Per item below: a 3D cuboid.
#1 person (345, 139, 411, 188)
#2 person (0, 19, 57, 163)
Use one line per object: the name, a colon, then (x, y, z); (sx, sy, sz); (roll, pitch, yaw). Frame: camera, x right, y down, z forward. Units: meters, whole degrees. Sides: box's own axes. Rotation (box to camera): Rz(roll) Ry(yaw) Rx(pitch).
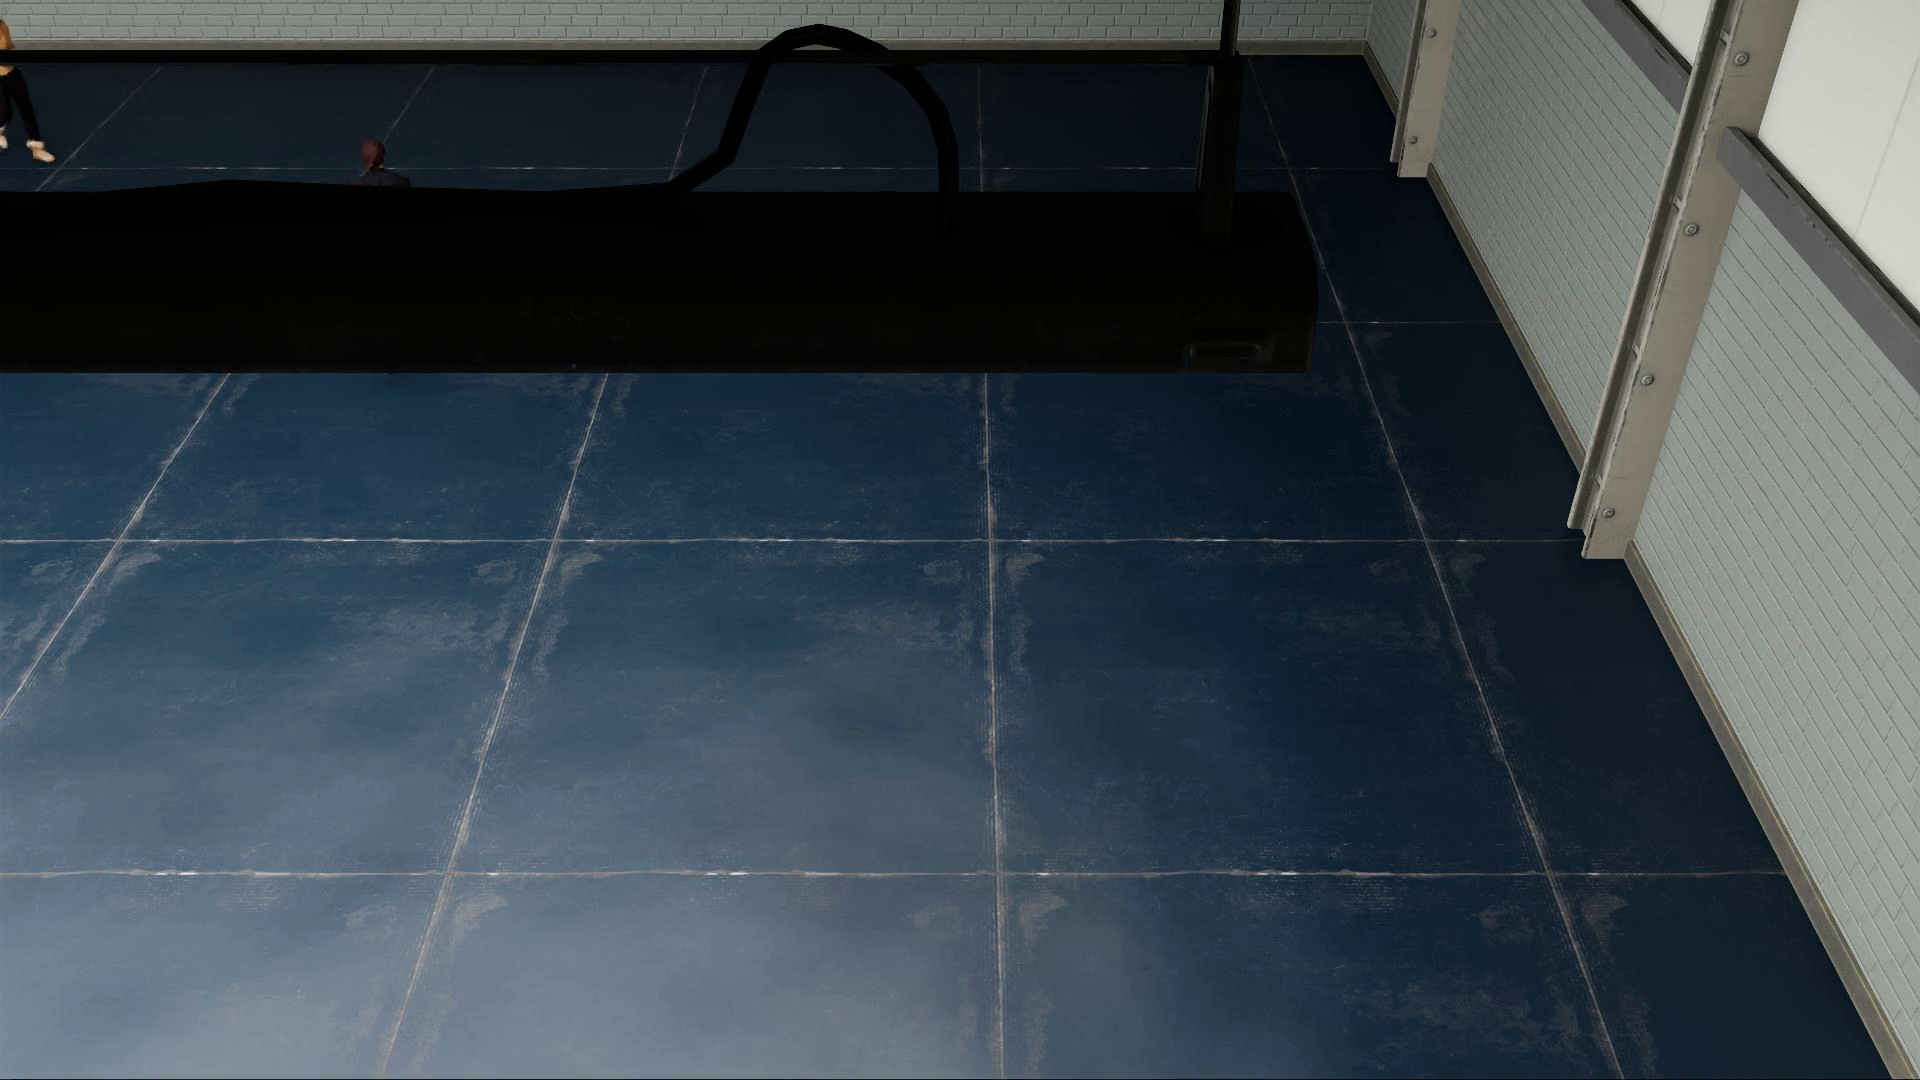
person: (-4.465, -2.270, 13.024); (0.692, 1.702, 0.667); (-6, 38, -7)
person: (-9.203, -4.427, 15.912); (0.979, 1.641, 0.989); (22, 42, 26)
